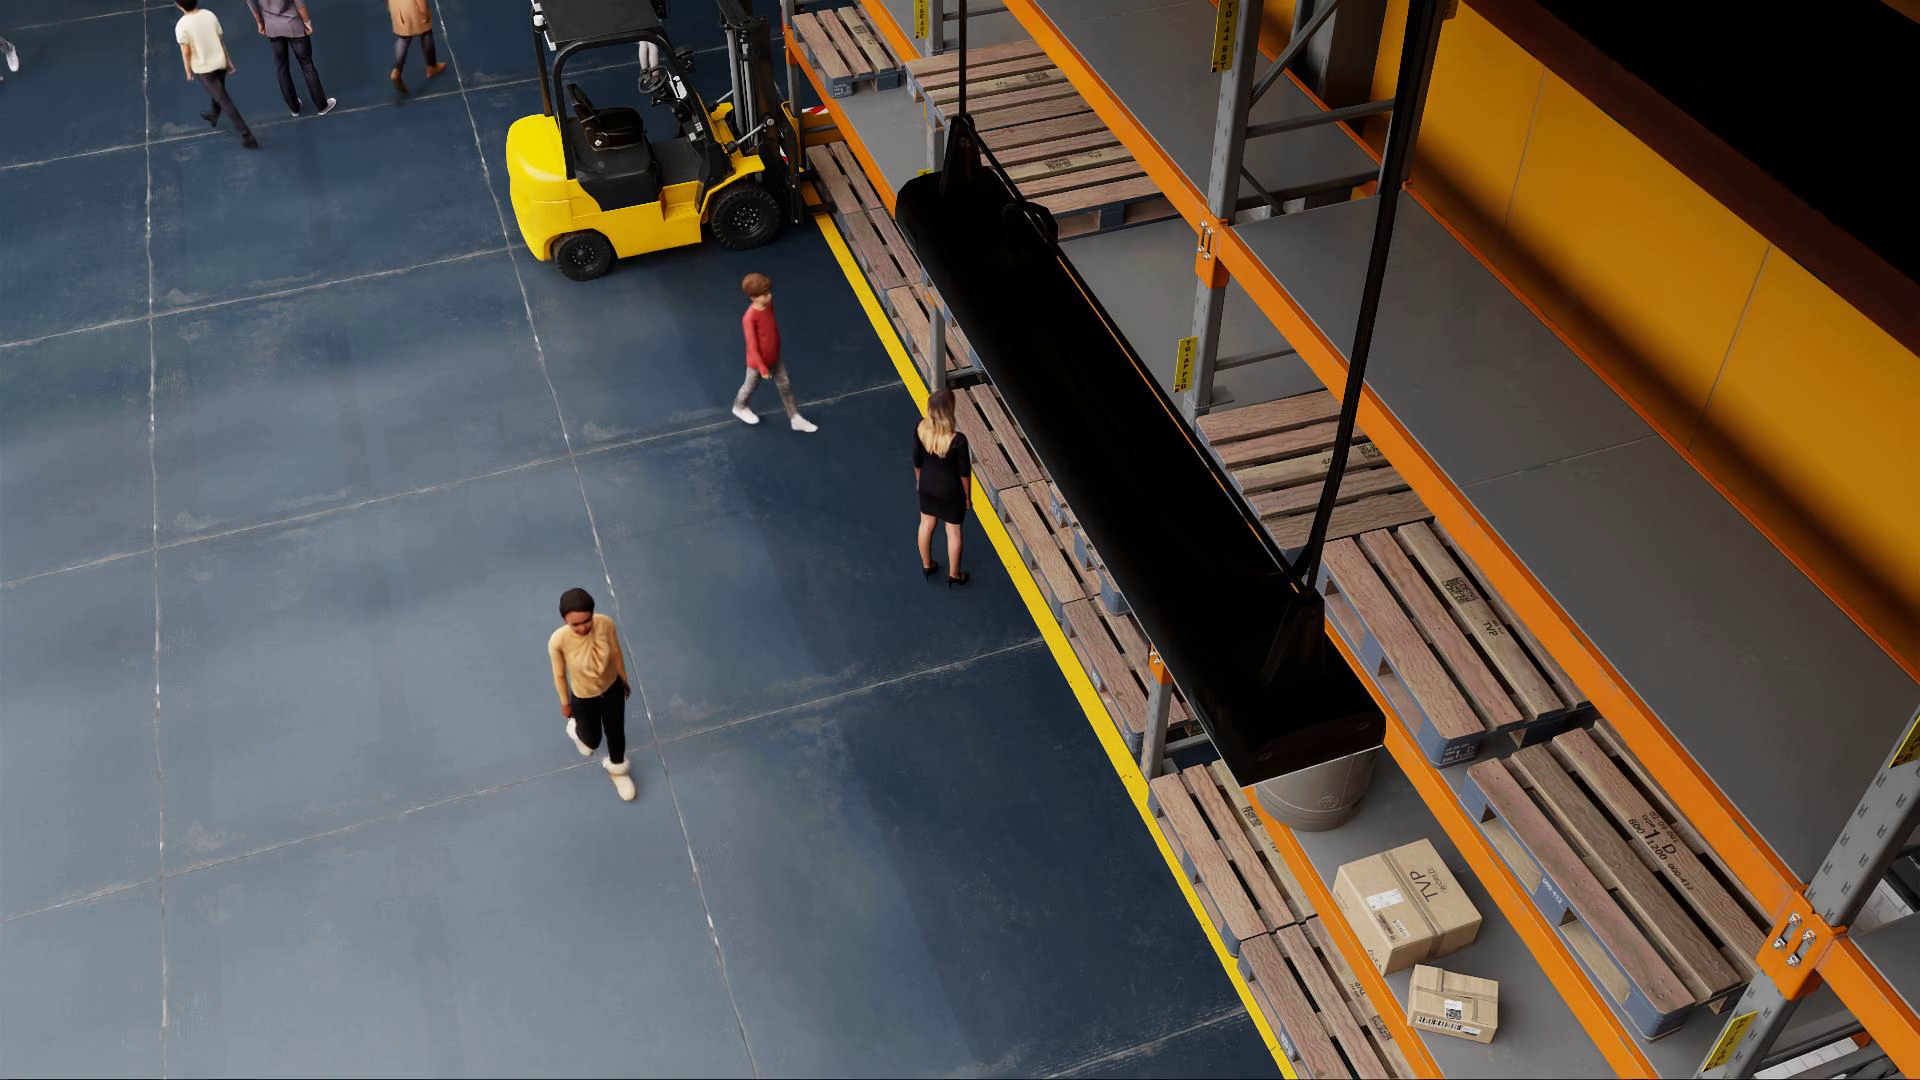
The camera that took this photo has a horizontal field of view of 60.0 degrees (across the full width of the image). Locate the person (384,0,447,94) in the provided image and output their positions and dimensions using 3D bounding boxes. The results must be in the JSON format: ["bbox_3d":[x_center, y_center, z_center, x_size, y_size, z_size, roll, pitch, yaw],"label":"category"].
[{"bbox_3d":[-5.463,-5.208,16.253,1.025,1.698,1.138,13,45,13],"label":"person"}]

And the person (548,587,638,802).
[{"bbox_3d":[-2.203,0.851,9.932,0.681,1.644,0.887,-23,48,-23],"label":"person"}]

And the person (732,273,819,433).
[{"bbox_3d":[-1.541,-1.392,12.474,0.997,1.385,0.881,23,48,22],"label":"person"}]

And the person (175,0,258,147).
[{"bbox_3d":[-6.912,-4.364,15.474,1.093,1.551,0.991,22,48,21],"label":"person"}]

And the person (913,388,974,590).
[{"bbox_3d":[-0.122,-0.338,11.157,0.596,1.676,0.667,20,47,20],"label":"person"}]

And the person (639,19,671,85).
[{"bbox_3d":[-3.097,-5.210,16.400,0.637,1.500,0.730,35,53,31],"label":"person"}]

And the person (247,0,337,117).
[{"bbox_3d":[-6.450,-4.929,15.849,0.736,1.850,0.669,0,44,0],"label":"person"}]
